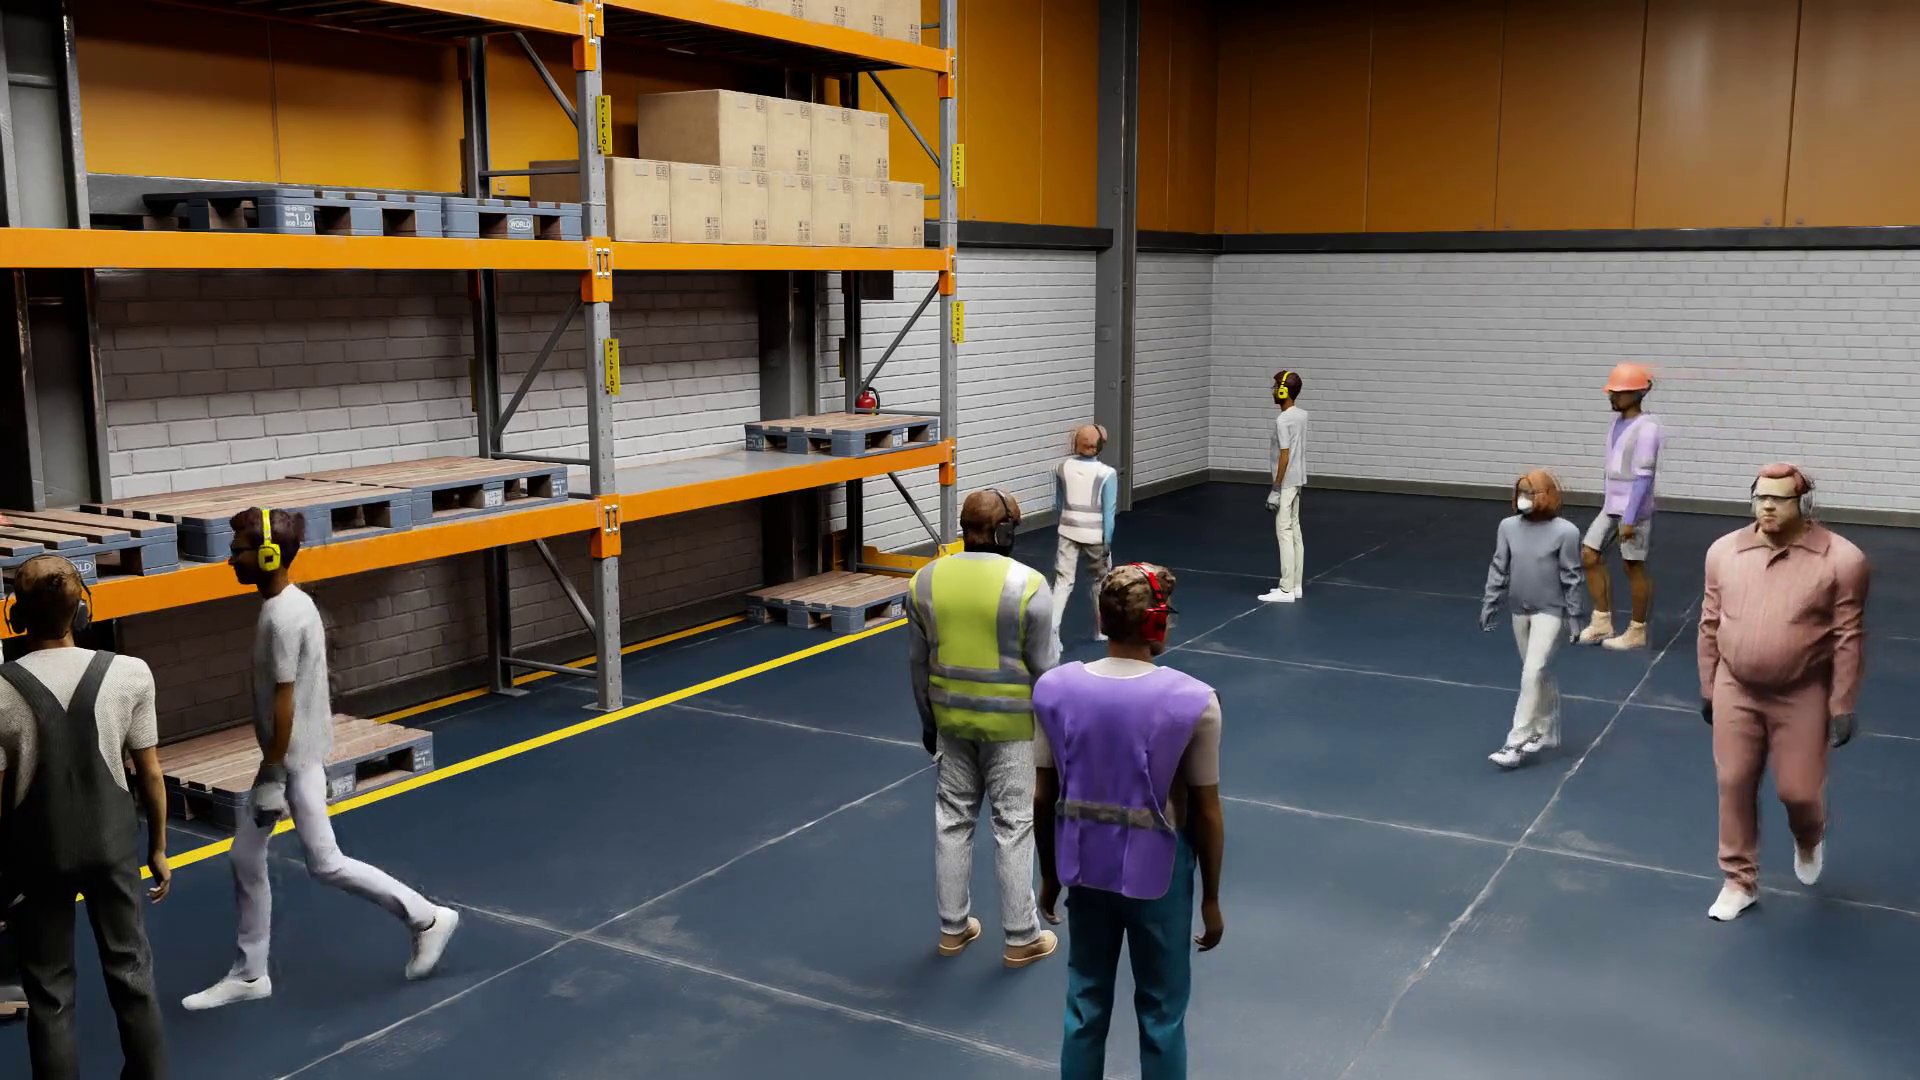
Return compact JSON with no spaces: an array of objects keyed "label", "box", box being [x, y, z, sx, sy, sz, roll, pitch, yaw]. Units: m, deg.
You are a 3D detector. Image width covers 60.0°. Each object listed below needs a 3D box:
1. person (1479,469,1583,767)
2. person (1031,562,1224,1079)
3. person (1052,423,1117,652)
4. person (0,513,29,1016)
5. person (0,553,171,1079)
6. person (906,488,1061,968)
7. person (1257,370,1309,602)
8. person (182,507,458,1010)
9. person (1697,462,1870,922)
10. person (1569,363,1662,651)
[{"label":"person","box":[3.049,0.417,8.993,0.799,1.594,0.526,-6,11,-33]},{"label":"person","box":[0.468,0.982,4.720,0.563,1.839,0.386,5,10,27]},{"label":"person","box":[0.854,-0.021,11.717,0.520,1.603,0.828,5,10,30]},{"label":"person","box":[-3.470,0.741,5.831,0.611,1.963,0.611,4,10,23]},{"label":"person","box":[-2.599,0.953,4.879,0.517,1.843,0.325,-7,11,-37]},{"label":"person","box":[0.114,0.717,6.389,0.621,1.837,0.429,5,10,28]},{"label":"person","box":[2.619,-0.429,13.427,0.328,1.873,0.518,6,11,31]},{"label":"person","box":[-2.349,0.778,6.033,0.892,1.834,0.513,-5,10,-28]},{"label":"person","box":[3.367,0.612,6.858,0.648,1.897,0.597,8,12,41]},{"label":"person","box":[4.557,-0.214,11.581,0.673,2.023,0.620,-1,9,-4]}]
